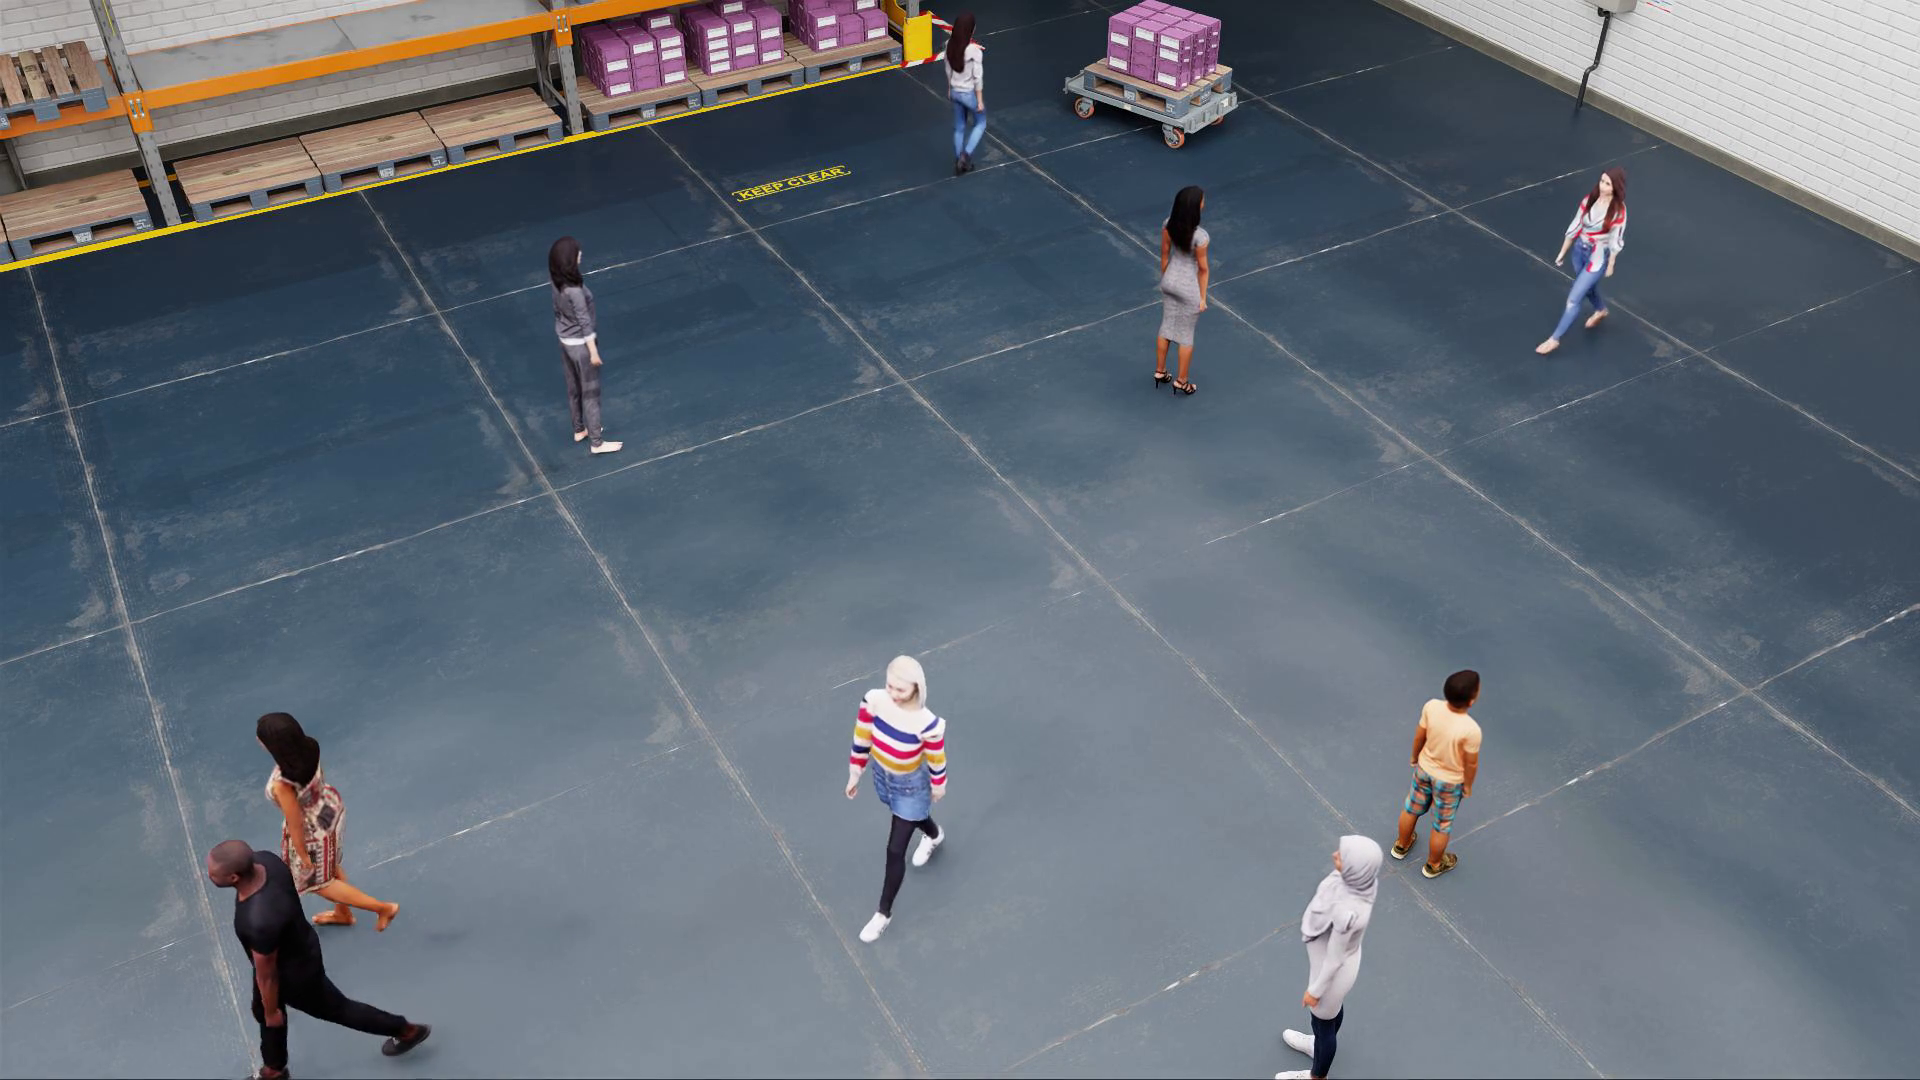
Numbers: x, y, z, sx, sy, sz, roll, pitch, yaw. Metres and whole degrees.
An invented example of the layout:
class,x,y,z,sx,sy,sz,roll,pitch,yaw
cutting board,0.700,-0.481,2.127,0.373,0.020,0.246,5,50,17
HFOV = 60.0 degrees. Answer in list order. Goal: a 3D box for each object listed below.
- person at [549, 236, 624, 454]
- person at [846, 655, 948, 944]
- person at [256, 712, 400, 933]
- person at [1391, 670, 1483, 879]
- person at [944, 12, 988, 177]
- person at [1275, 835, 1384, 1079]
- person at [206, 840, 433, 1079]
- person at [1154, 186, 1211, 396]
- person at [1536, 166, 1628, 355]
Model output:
class,x,y,z,sx,sy,sz,roll,pitch,yaw
person,-2.852,-1.455,12.417,0.564,1.764,0.633,-27,46,-30
person,-0.274,1.263,9.013,0.982,1.765,1.237,24,44,27
person,-3.327,1.521,8.794,0.950,1.635,0.867,2,39,2
person,2.670,1.283,9.231,0.580,1.461,0.562,31,48,33
person,0.004,-4.257,16.037,0.704,1.625,0.709,27,46,30
person,1.806,2.046,8.024,0.748,1.776,0.665,14,41,16
person,-3.113,2.054,8.016,1.273,1.772,0.801,-13,40,-16
person,1.735,-1.947,13.020,0.607,1.781,0.639,-31,48,-33
person,5.240,-2.330,13.666,1.098,1.571,0.607,-21,43,-24
